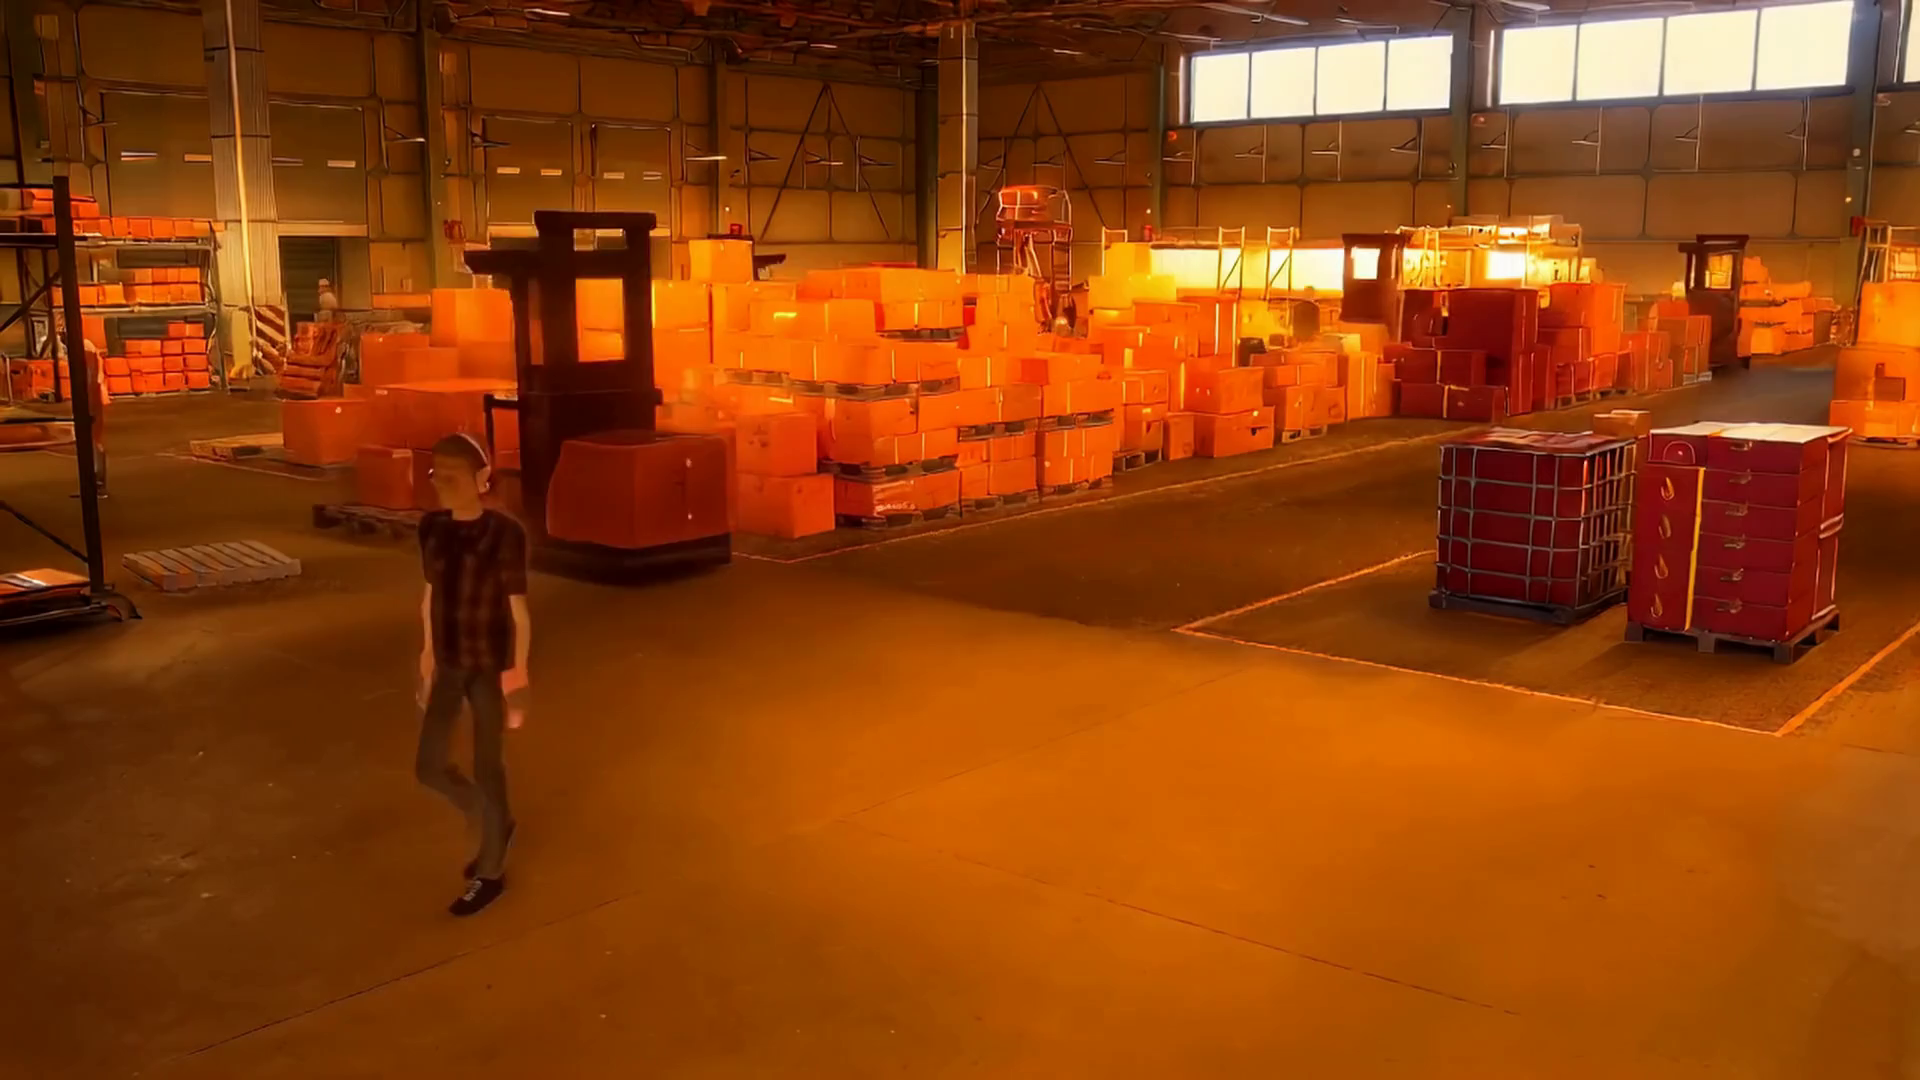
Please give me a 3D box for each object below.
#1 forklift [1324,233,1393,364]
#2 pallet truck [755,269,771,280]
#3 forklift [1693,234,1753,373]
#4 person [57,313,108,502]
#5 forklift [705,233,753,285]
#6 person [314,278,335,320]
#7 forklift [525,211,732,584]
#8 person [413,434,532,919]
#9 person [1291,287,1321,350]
[{"bbox_3d":[7.981,-4.639,32.807,1.129,2.768,1.873,6,12,32],"label":"forklift"},{"bbox_3d":[-4.996,-6.432,45.525,1.885,1.965,0.823,-6,12,-32],"label":"pallet truck"},{"bbox_3d":[15.643,-4.916,34.384,1.129,2.768,1.873,8,13,40],"label":"forklift"},{"bbox_3d":[-8.882,-1.349,16.853,0.591,1.909,0.409,9,14,42],"label":"person"},{"bbox_3d":[-4.442,-4.533,32.201,1.873,2.768,1.129,8,13,40],"label":"forklift"},{"bbox_3d":[-13.219,-4.455,34.493,0.729,1.909,0.587,1,10,7],"label":"person"},{"bbox_3d":[-2.810,-1.182,13.120,1.873,2.768,1.129,8,13,40],"label":"forklift"},{"bbox_3d":[-1.878,0.511,6.377,0.544,1.860,0.411,4,11,22],"label":"person"},{"bbox_3d":[5.932,-3.381,28.491,1.008,1.888,0.645,-9,13,-40],"label":"person"}]
